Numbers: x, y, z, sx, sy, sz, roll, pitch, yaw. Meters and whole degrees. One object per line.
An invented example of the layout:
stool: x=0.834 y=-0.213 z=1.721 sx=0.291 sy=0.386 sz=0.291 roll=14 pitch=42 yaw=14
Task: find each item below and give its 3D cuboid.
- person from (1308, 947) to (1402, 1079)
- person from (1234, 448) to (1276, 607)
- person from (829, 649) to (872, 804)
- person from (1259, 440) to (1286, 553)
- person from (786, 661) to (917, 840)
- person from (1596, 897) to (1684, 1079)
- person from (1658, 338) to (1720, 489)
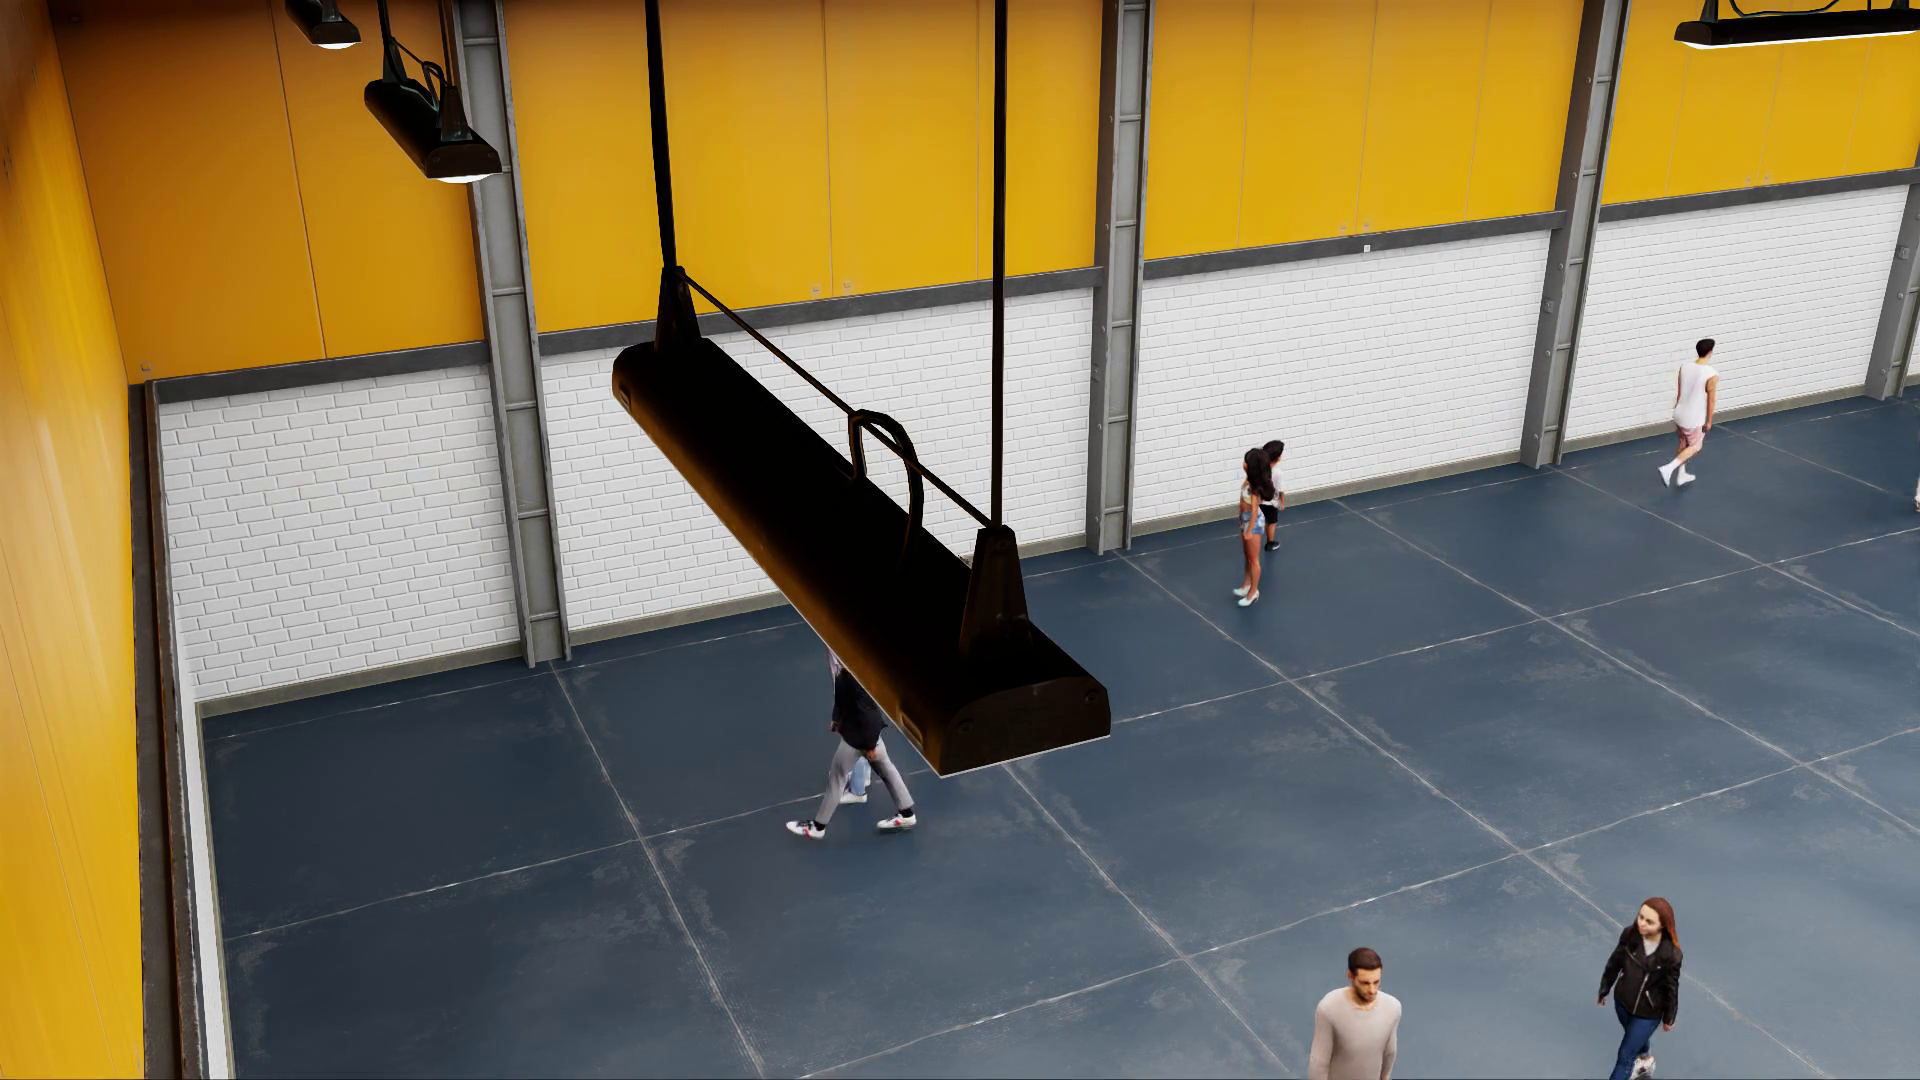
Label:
person: x=2.057 y=2.928 z=9.002 sx=1.088 sy=1.838 sz=0.994 roll=-1 pitch=24 yaw=-1
person: x=2.855 y=-0.136 z=16.276 sx=0.674 sy=1.625 sz=0.648 roll=0 pitch=24 yaw=0
person: x=-0.842 y=1.178 z=12.988 sx=0.745 sy=1.851 sz=0.725 roll=4 pitch=24 yaw=10
person: x=3.205 y=-0.448 z=17.453 sx=0.633 sy=1.254 sz=0.716 roll=20 pitch=31 yaw=38
person: x=-0.649 y=1.393 z=12.447 sx=1.319 sy=1.891 sz=0.980 roll=-2 pitch=24 yaw=-5
person: x=4.094 y=2.737 z=9.930 sx=1.027 sy=1.443 sz=0.691 roll=-15 pitch=28 yaw=-31
person: x=8.301 y=-1.414 z=19.023 sx=0.951 sy=1.767 sz=0.659 roll=-12 pitch=27 yaw=-26
